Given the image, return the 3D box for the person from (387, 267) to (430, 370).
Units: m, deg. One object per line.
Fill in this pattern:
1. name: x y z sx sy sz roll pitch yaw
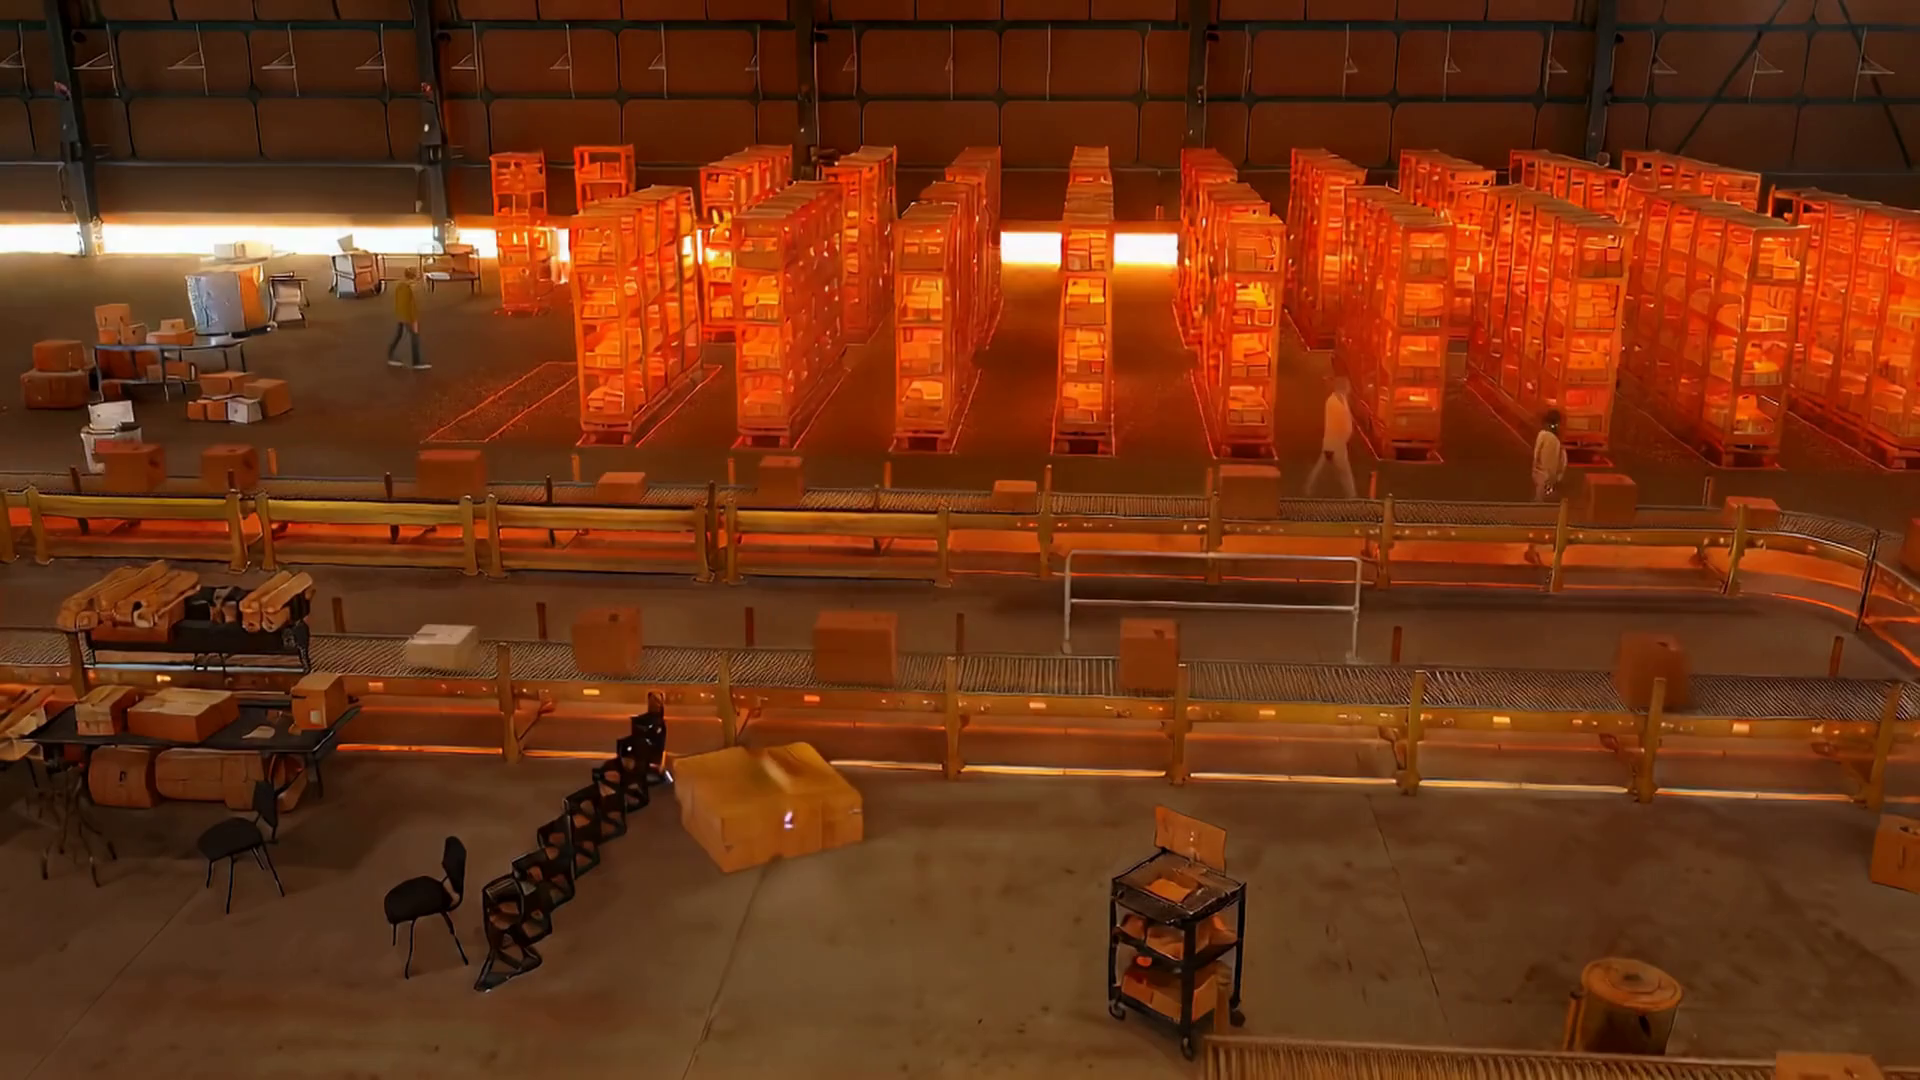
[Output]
1. person: -10.605 -4.226 31.777 0.848 1.959 0.595 17 24 42

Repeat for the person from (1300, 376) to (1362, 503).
1. person: 5.164 -1.341 22.784 0.980 1.860 0.659 5 18 15

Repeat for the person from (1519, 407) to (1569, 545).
1. person: 7.407 -0.791 21.089 0.589 1.820 0.606 3 18 9
